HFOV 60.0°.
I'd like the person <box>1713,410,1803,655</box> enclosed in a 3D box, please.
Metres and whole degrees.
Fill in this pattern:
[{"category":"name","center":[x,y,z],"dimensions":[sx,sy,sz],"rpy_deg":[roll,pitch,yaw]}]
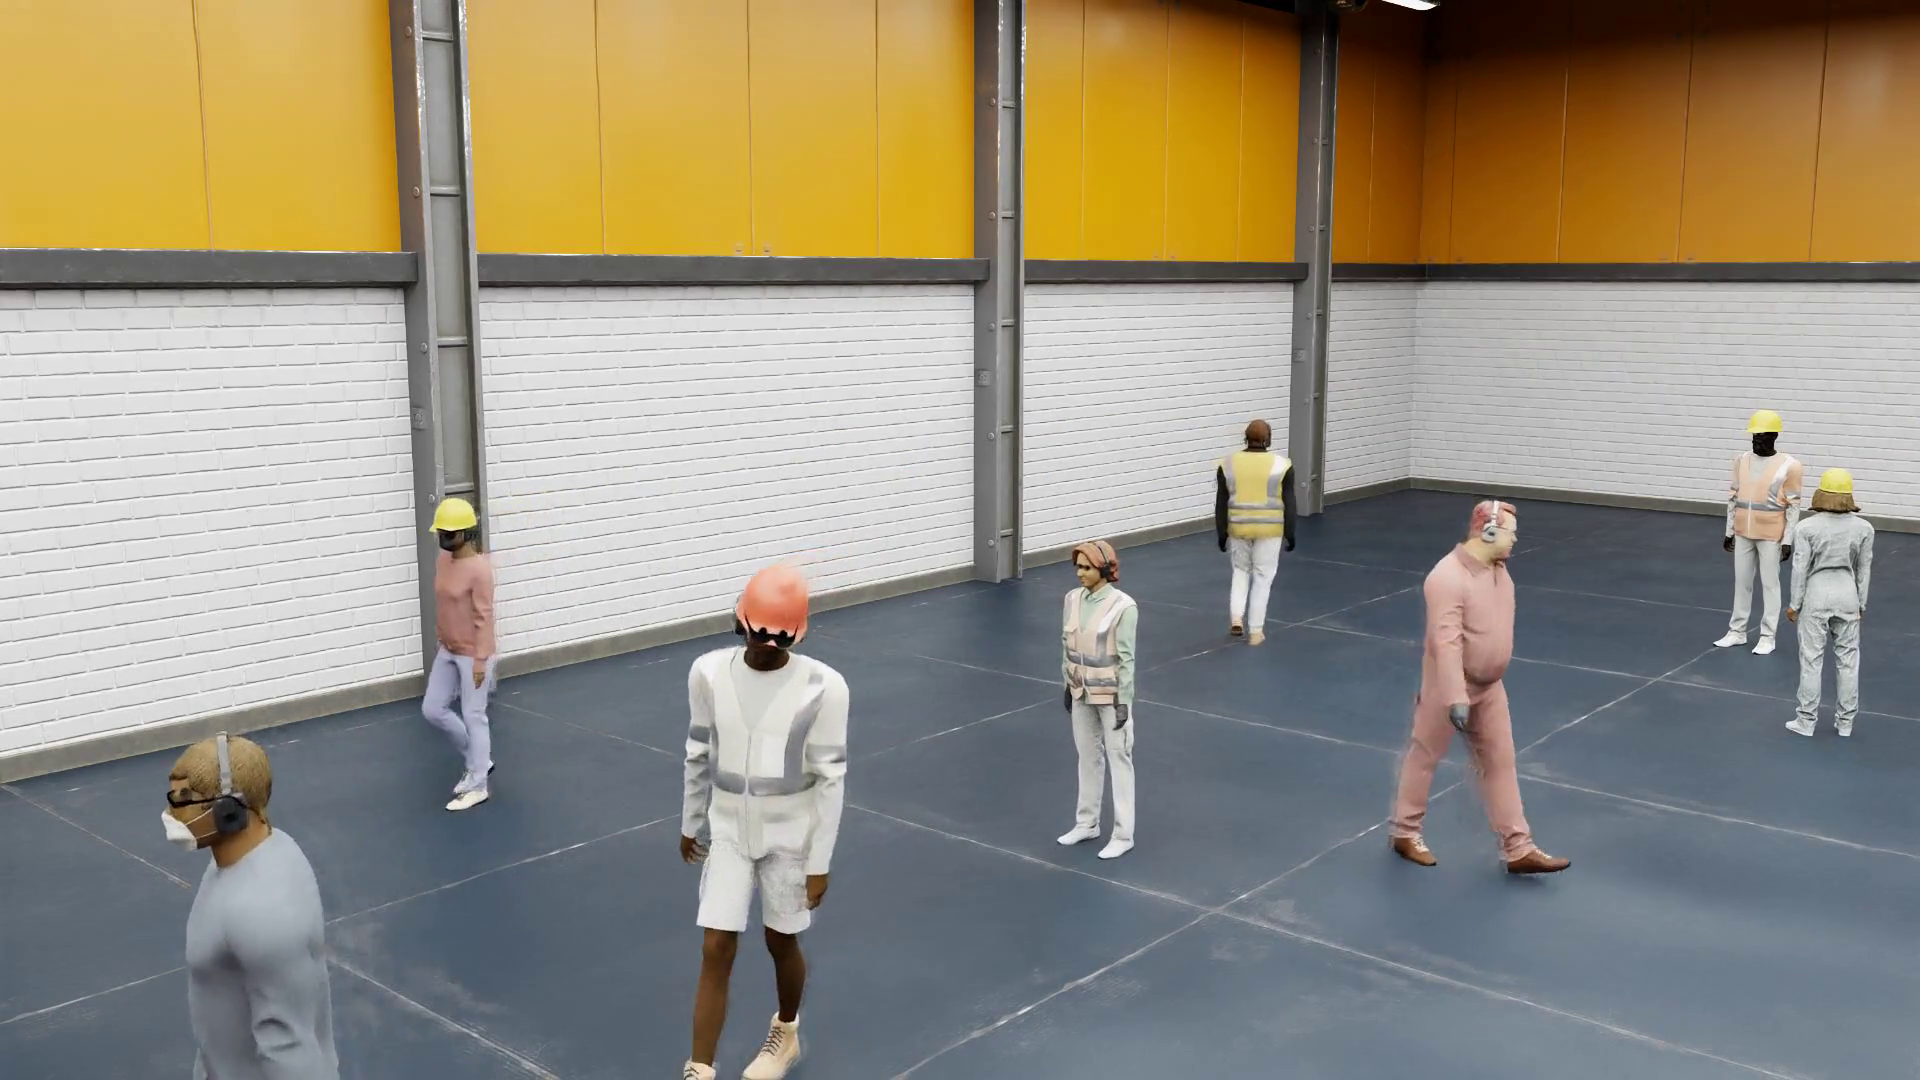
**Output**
[{"category":"person","center":[6.298,-0.063,13.108],"dimensions":[0.369,1.928,0.585],"rpy_deg":[-6,11,-31]}]

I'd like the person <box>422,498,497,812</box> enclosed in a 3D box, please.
[{"category":"person","center":[-2.771,0.632,9.248],"dimensions":[0.553,1.753,0.350],"rpy_deg":[8,12,42]}]

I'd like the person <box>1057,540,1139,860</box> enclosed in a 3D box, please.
[{"category":"person","center":[0.712,0.809,8.552],"dimensions":[0.311,1.635,0.512],"rpy_deg":[-8,12,-40]}]

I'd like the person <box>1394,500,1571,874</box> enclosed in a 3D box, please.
[{"category":"person","center":[2.569,0.747,8.201],"dimensions":[0.698,1.856,0.932],"rpy_deg":[-7,11,-36]}]

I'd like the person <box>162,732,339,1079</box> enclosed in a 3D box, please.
[{"category":"person","center":[-1.744,1.389,4.147],"dimensions":[1.045,1.886,0.649],"rpy_deg":[-4,10,-23]}]

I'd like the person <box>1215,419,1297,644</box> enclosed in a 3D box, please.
[{"category":"person","center":[2.401,-0.066,13.433],"dimensions":[0.638,1.825,0.452],"rpy_deg":[4,10,23]}]

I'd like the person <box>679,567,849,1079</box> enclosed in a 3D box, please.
[{"category":"person","center":[-0.752,1.074,5.810],"dimensions":[0.696,1.978,0.926],"rpy_deg":[2,9,15]}]

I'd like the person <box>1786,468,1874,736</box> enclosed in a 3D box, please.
[{"category":"person","center":[5.606,0.403,10.758],"dimensions":[0.487,1.744,0.312],"rpy_deg":[1,9,8]}]
